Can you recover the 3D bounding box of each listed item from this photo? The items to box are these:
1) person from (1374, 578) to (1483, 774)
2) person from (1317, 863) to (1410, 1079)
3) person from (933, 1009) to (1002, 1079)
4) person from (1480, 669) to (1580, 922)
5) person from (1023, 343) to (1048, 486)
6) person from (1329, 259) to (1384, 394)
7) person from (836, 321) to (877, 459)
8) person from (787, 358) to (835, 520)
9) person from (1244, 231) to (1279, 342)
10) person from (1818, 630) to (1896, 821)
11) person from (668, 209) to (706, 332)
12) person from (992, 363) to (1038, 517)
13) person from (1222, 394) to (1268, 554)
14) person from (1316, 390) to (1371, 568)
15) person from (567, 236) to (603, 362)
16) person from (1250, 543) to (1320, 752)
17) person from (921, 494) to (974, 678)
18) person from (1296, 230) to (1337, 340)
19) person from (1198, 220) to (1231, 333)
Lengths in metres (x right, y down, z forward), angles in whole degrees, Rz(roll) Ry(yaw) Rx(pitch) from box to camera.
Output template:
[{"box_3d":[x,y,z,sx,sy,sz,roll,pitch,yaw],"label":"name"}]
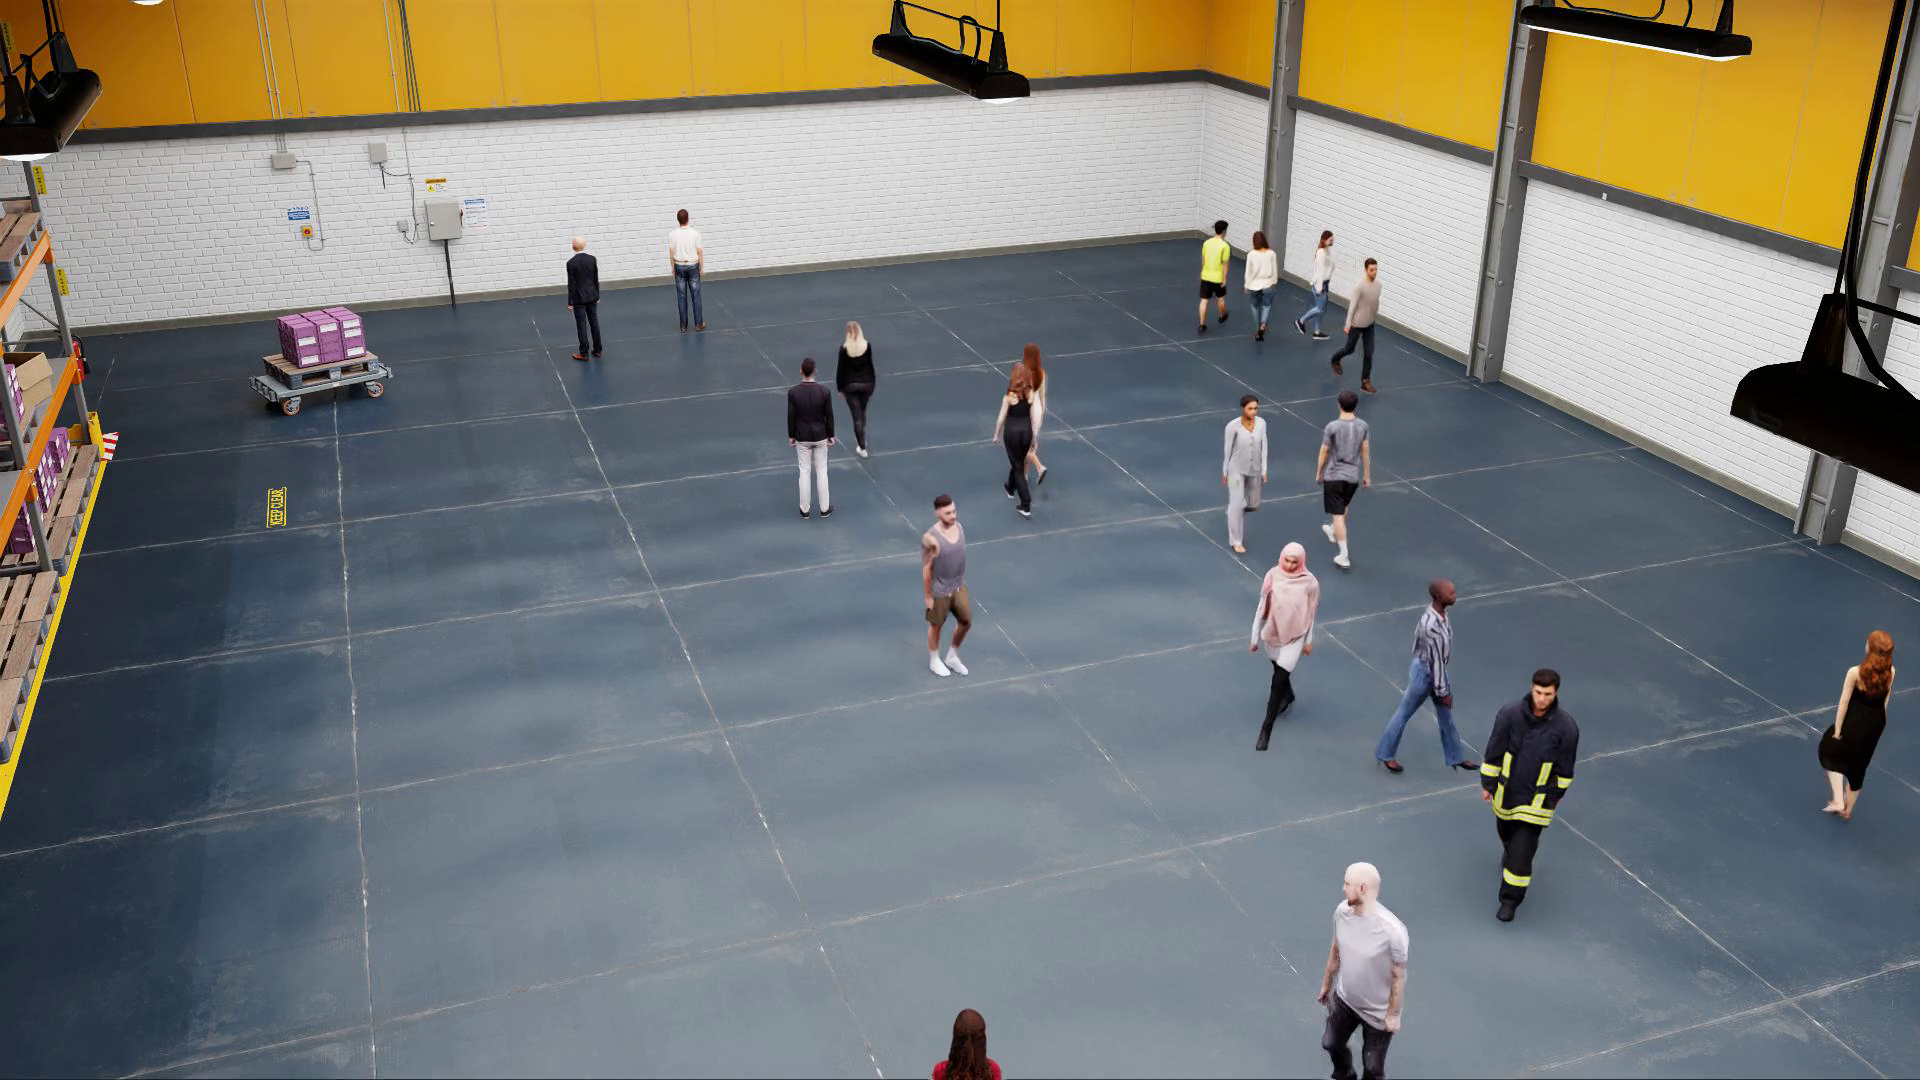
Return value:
[{"box_3d":[3.673,1.130,13.455,1.128,1.757,1.075,10,26,22],"label":"person"},{"box_3d":[2.407,2.730,9.734,0.677,1.804,0.856,17,29,33],"label":"person"},{"box_3d":[0.037,3.261,8.890,0.624,1.509,1.044,-6,24,-13],"label":"person"},{"box_3d":[4.057,1.720,11.939,1.290,1.890,1.299,13,27,28],"label":"person"},{"box_3d":[0.841,-1.436,19.397,0.672,1.700,0.989,-13,27,-27],"label":"person"},{"box_3d":[5.431,-2.954,22.703,0.714,1.833,1.196,-11,26,-23],"label":"person"},{"box_3d":[-1.230,-1.808,20.296,0.619,1.661,0.915,-8,25,-18],"label":"person"},{"box_3d":[-1.660,-1.138,18.537,0.728,1.842,0.663,-1,24,-2],"label":"person"},{"box_3d":[4.462,-3.717,24.662,0.818,1.661,0.904,2,24,5],"label":"person"},{"box_3d":[6.989,1.479,12.835,0.681,1.614,0.734,0,24,0],"label":"person"},{"box_3d":[-4.162,-4.116,25.332,0.722,1.856,0.678,-1,24,-3],"label":"person"},{"box_3d":[0.678,-1.100,18.620,0.651,1.706,1.034,-11,26,-24],"label":"person"},{"box_3d":[3.015,-0.759,17.827,0.656,1.716,0.898,-6,24,-12],"label":"person"},{"box_3d":[4.013,-0.604,17.336,0.823,1.825,1.229,-4,24,-9],"label":"person"},{"box_3d":[-5.417,-3.493,23.976,0.745,1.800,0.762,22,32,40],"label":"person"},{"box_3d":[2.770,0.832,14.153,1.222,1.743,1.277,12,26,25],"label":"person"},{"box_3d":[-0.192,0.391,15.149,0.751,1.829,0.798,-18,30,-36],"label":"person"},{"box_3d":[5.310,-3.786,24.796,0.922,1.680,0.862,8,25,19],"label":"person"},{"box_3d":[3.815,-3.967,25.233,1.077,1.662,1.105,12,26,25],"label":"person"}]
